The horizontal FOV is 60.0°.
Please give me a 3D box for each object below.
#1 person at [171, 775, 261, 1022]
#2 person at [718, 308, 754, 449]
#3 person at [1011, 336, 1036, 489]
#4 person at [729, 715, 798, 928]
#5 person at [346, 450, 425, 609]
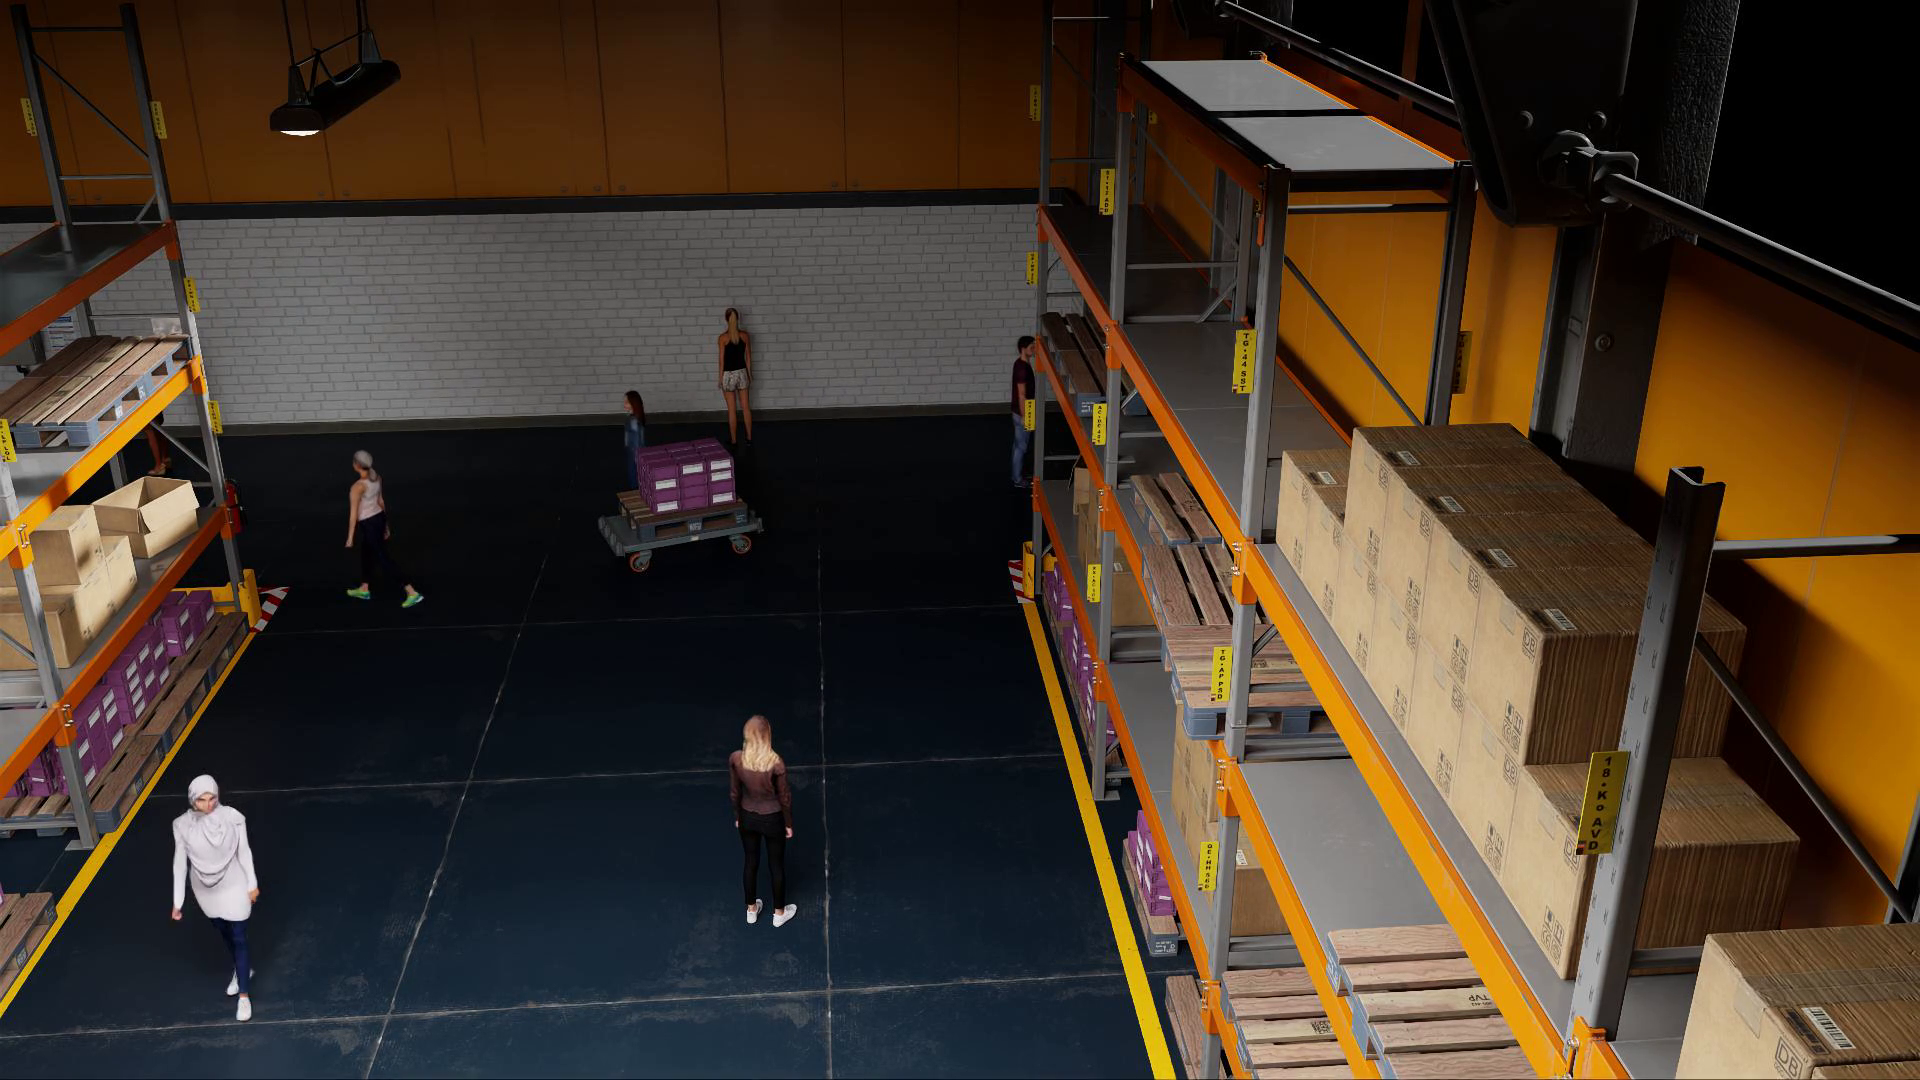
[{"bbox_3d":[-4.978,2.315,11.264,0.658,1.762,0.846,0,24,-1],"label":"person"},{"bbox_3d":[-2.871,-2.093,21.245,0.685,1.845,0.649,-12,26,-25],"label":"person"},{"bbox_3d":[0.758,-1.568,20.036,0.727,1.851,0.512,0,24,1],"label":"person"},{"bbox_3d":[-1.432,2.025,12.002,0.668,1.703,0.629,7,25,15],"label":"person"},{"bbox_3d":[-5.867,-0.071,16.843,0.940,1.665,1.178,6,24,12],"label":"person"}]
